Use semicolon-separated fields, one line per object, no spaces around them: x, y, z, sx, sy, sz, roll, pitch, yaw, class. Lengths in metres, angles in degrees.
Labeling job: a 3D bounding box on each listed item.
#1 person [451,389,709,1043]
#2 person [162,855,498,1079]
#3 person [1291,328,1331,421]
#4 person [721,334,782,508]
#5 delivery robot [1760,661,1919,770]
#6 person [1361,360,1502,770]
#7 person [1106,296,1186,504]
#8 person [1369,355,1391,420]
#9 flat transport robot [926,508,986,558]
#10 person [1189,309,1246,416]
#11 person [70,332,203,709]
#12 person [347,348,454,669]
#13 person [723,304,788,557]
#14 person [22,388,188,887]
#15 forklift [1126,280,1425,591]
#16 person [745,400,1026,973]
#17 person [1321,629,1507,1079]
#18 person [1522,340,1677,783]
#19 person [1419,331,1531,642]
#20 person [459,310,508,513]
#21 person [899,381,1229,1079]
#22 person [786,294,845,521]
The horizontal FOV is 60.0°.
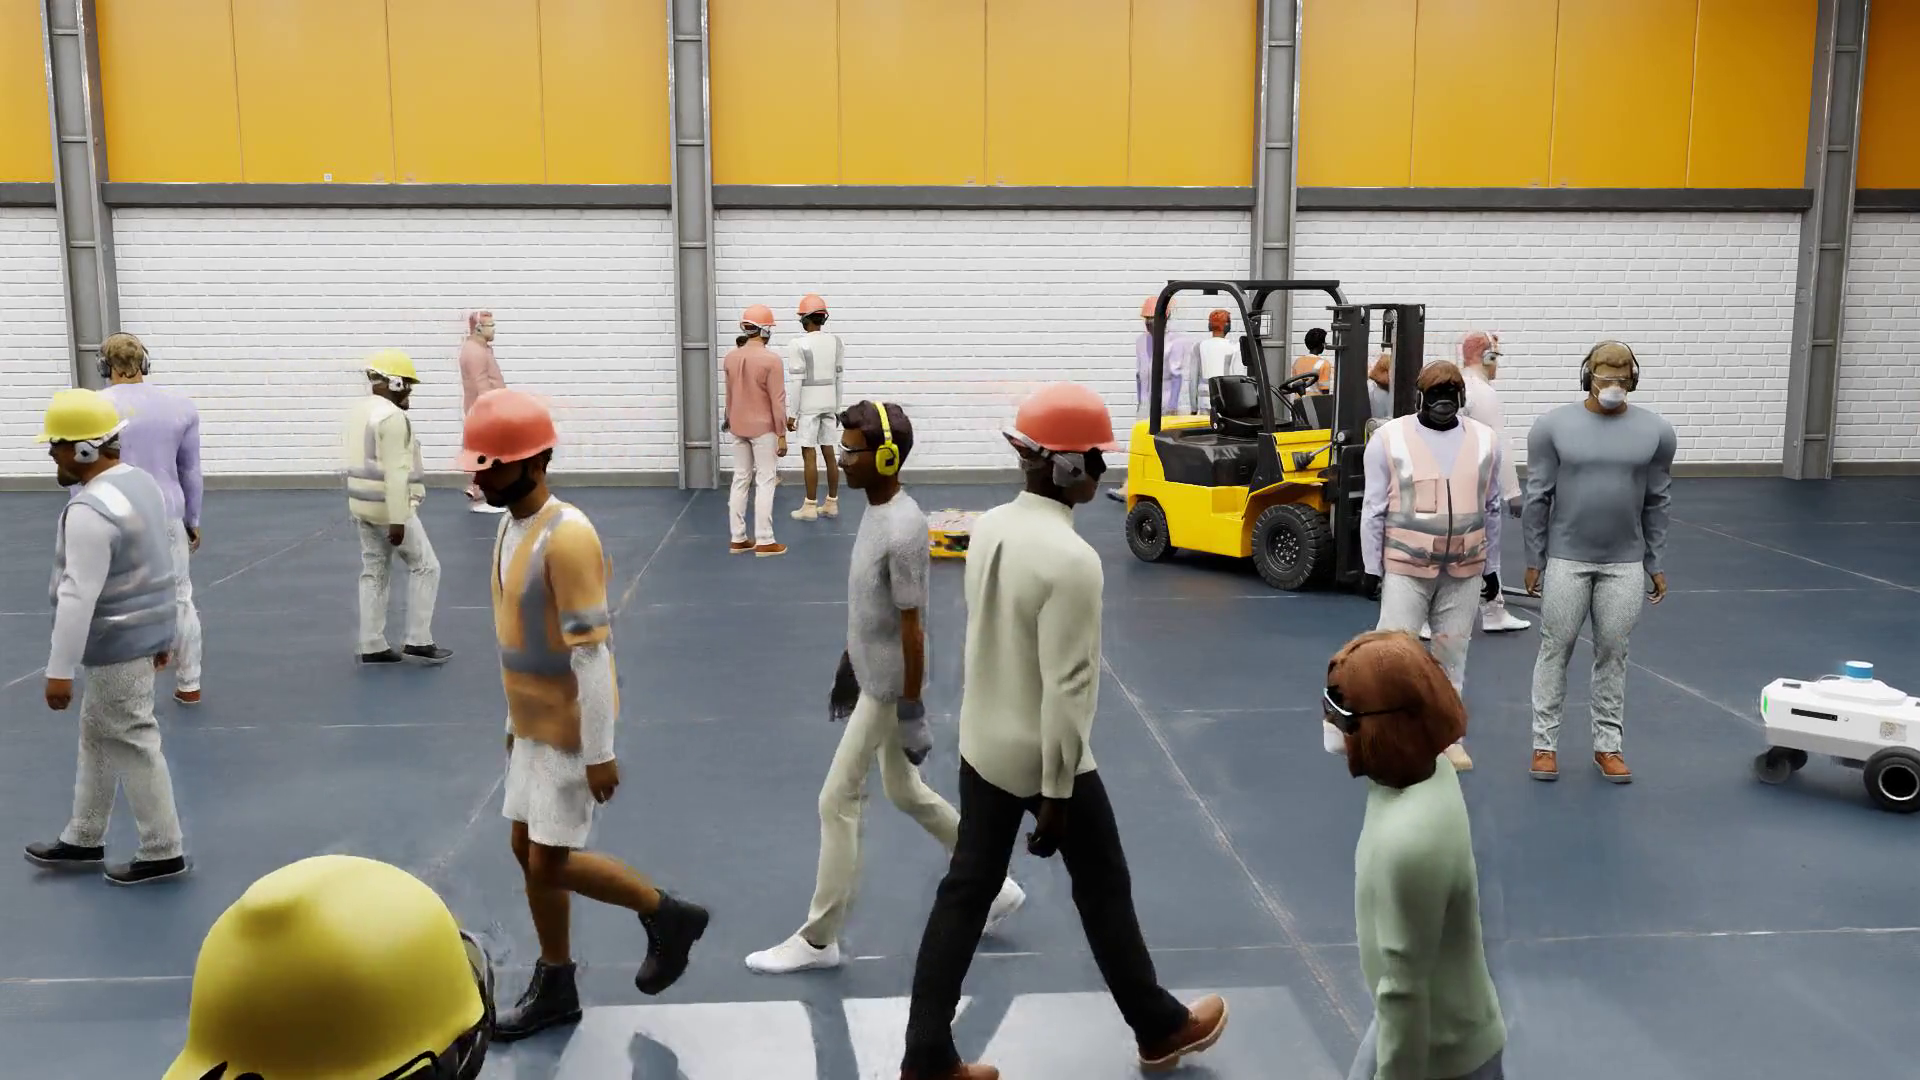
-1.110;0.509;4.775;0.652;1.910;0.582;-6;11;-31;person
-0.527;1.130;1.384;0.547;1.733;0.800;3;10;20;person
3.549;-1.298;16.815;0.321;1.691;0.532;-5;10;-29;person
-1.974;-1.165;16.073;0.535;1.666;0.798;8;12;42;person
3.830;0.764;7.118;0.707;0.478;0.477;8;12;40;delivery robot
2.107;0.120;7.425;0.636;1.842;0.429;0;9;-2;person
1.812;-1.315;15.925;0.985;1.999;0.640;-8;12;-42;person
3.381;-0.673;13.192;0.869;1.580;0.523;6;11;34;person
-0.049;-0.067;13.517;0.652;0.197;1.431;3;10;18;flat transport robot
2.511;-1.299;16.207;0.572;1.883;0.358;6;11;31;person
-4.115;-0.070;8.340;0.629;1.932;0.377;-8;12;-43;person
-3.165;-0.177;9.398;0.610;1.802;0.624;-8;12;-39;person
-1.599;-0.869;13.181;0.616;1.986;0.402;6;11;35;person
-3.153;0.370;5.933;0.690;1.810;0.625;-2;9;-10;person
2.301;-0.860;12.475;1.214;2.155;2.313;-6;11;-35;forklift
-0.219;0.459;5.323;0.895;1.838;0.532;-1;9;-5;person
0.926;0.940;3.128;0.841;1.585;0.528;2;9;13;person
2.777;0.097;7.273;0.627;1.938;0.373;1;9;8;person
3.176;-0.306;10.009;0.862;1.867;0.665;0;9;2;person
-4.390;-1.178;15.425;0.442;1.892;0.646;-1;9;-9;person
0.254;0.546;4.460;1.009;1.939;0.611;-5;11;-30;person
-1.323;-1.194;15.050;0.609;2.043;0.376;-9;13;-44;person
